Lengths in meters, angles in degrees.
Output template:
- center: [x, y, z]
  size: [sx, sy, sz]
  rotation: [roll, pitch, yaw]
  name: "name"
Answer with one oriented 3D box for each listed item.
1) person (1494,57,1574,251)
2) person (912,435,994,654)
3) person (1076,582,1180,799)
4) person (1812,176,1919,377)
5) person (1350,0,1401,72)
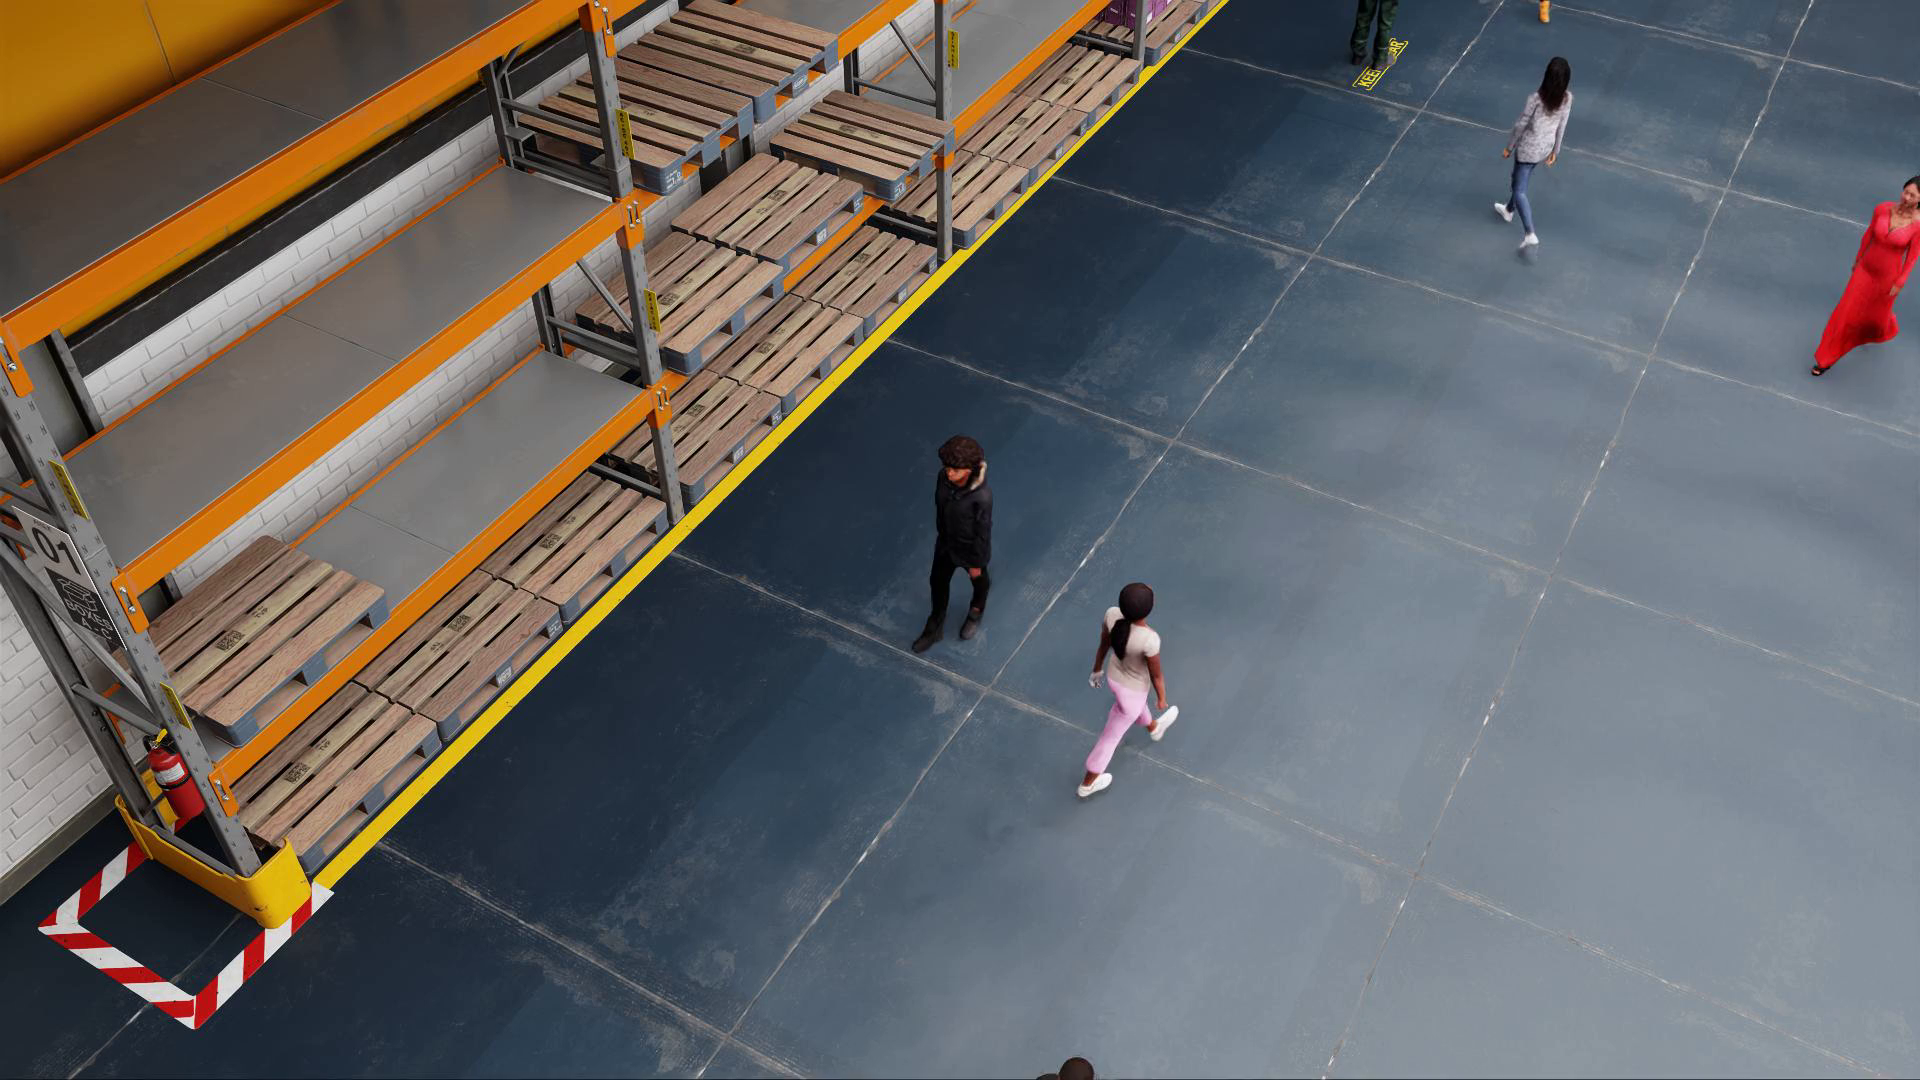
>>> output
- center: [5.065, -3.382, 14.622]
  size: [1.095, 1.705, 1.132]
  rotation: [-12, 45, -12]
  name: "person"
- center: [0.076, -0.044, 11.081]
  size: [0.693, 1.755, 0.874]
  rotation: [26, 49, 25]
  name: "person"
- center: [0.943, 0.945, 10.083]
  size: [1.204, 1.700, 0.915]
  rotation: [-27, 50, -26]
  name: "person"
- center: [7.370, -2.118, 13.254]
  size: [1.153, 1.762, 0.864]
  rotation: [-29, 51, -27]
  name: "person"
- center: [4.326, -5.749, 16.966]
  size: [0.694, 1.899, 0.610]
  rotation: [28, 50, 26]
  name: "person"
